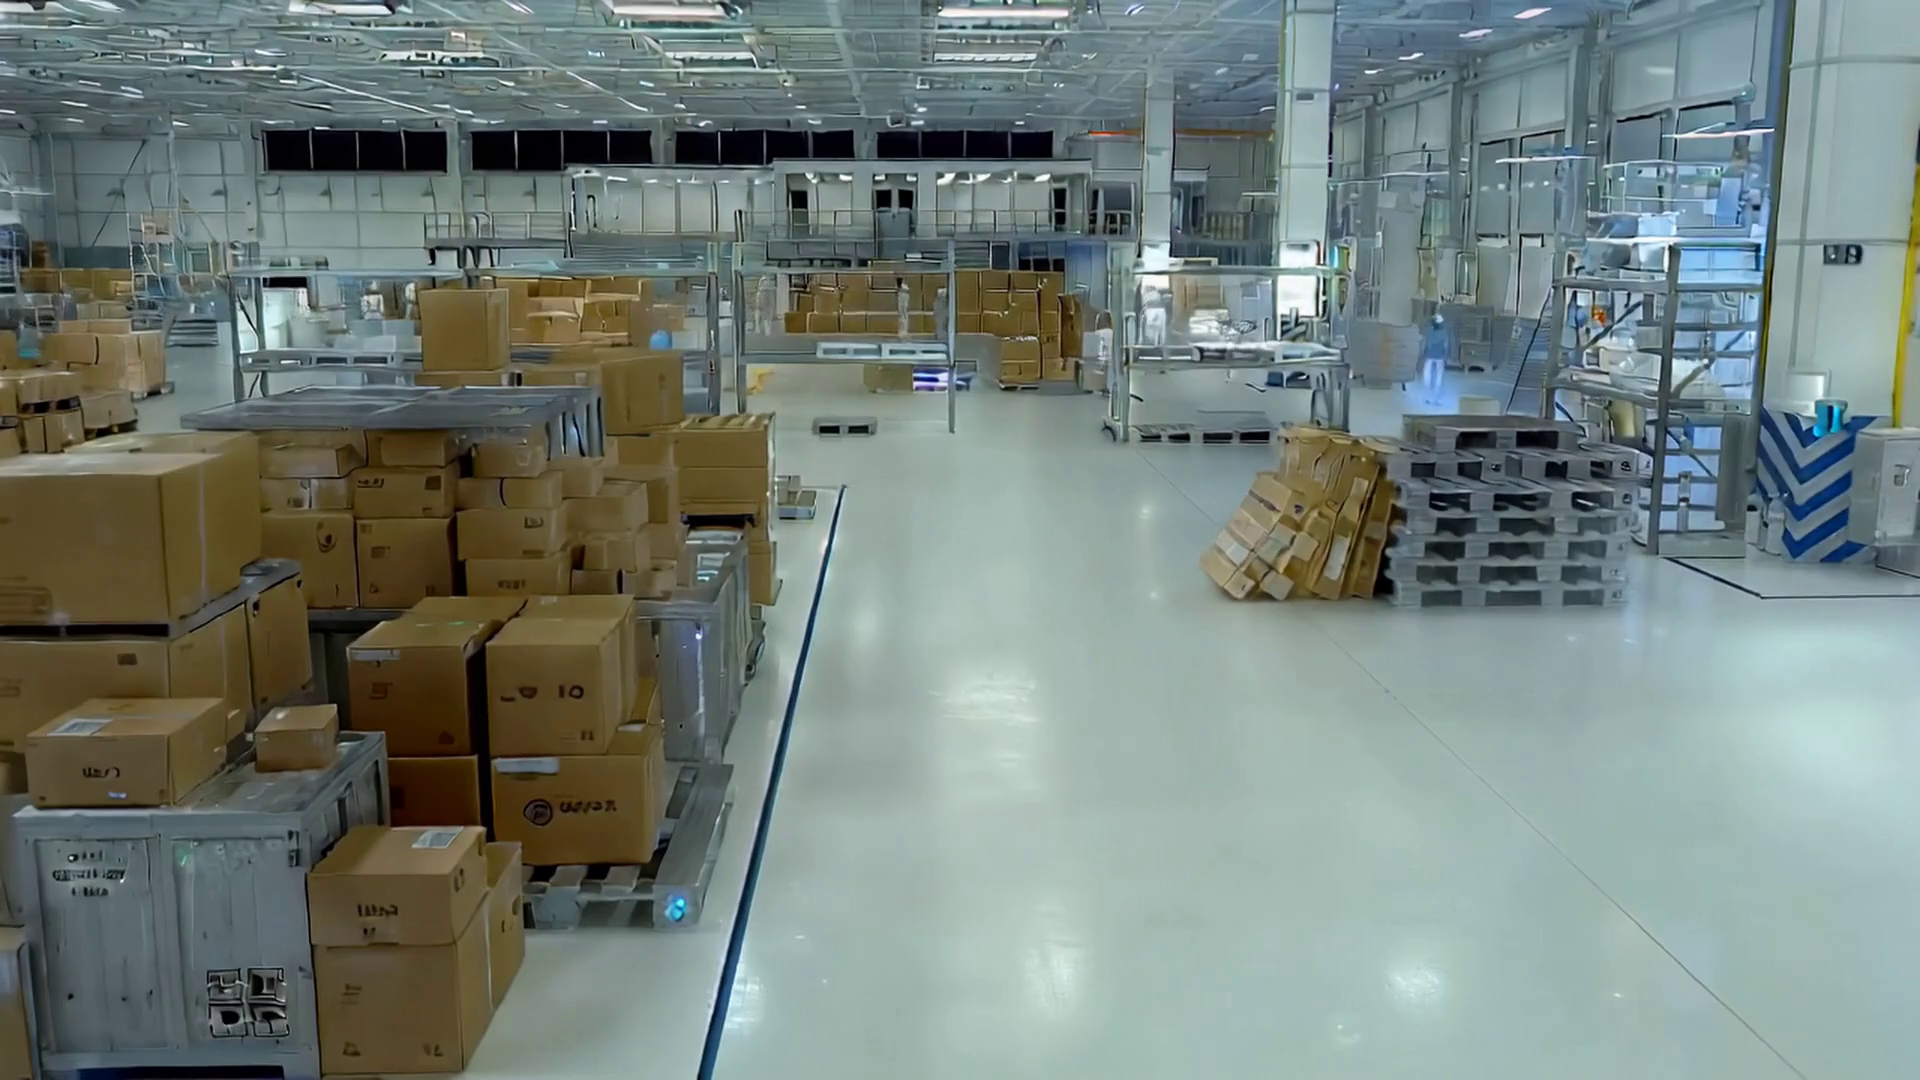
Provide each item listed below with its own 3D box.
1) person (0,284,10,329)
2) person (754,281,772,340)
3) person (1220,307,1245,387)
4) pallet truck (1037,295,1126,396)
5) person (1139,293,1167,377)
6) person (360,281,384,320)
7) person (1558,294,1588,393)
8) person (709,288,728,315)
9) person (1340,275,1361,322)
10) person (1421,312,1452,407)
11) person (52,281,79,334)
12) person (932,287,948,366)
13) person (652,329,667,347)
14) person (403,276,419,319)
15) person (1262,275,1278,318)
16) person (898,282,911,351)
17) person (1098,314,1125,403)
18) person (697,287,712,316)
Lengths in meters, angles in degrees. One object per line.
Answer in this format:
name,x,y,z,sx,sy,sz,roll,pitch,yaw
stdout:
person,-29.288,-6.960,50.897,0.401,1.743,0.538,-7,13,-36
person,-6.185,-7.118,51.607,0.887,1.808,0.659,9,14,41
person,5.701,-4.037,34.821,0.535,1.686,0.425,1,10,7
pallet truck,2.483,-3.881,33.060,1.885,1.965,0.823,-7,13,-36
person,4.390,-4.625,37.532,0.977,1.885,0.603,-9,13,-41
person,-14.940,-5.577,42.377,0.608,2.046,0.367,-9,13,-41
person,12.328,-3.937,33.424,0.610,1.985,0.415,1,10,5
person,-6.198,-5.545,42.732,0.570,1.848,0.685,-1,10,-5
person,13.440,-8.180,57.186,0.627,1.955,1.040,-9,13,-40
person,8.775,-3.325,30.653,0.537,1.757,0.366,4,11,22
person,-23.300,-5.761,43.415,0.536,2.000,0.676,-1,10,-4
person,-0.471,-5.235,40.768,0.371,1.941,0.627,4,11,22
person,-4.211,-2.074,23.516,0.512,1.803,0.810,3,11,19
person,-19.707,-8.608,59.825,0.594,1.831,0.972,2,10,10
person,11.248,-8.691,60.206,0.590,1.878,1.020,-4,11,-19
person,-1.533,-6.230,46.343,0.383,1.924,0.594,1,10,6
person,2.903,-3.464,31.592,0.492,1.694,0.912,8,13,37
person,-6.827,-5.967,45.166,0.657,1.825,0.442,-4,11,-24
